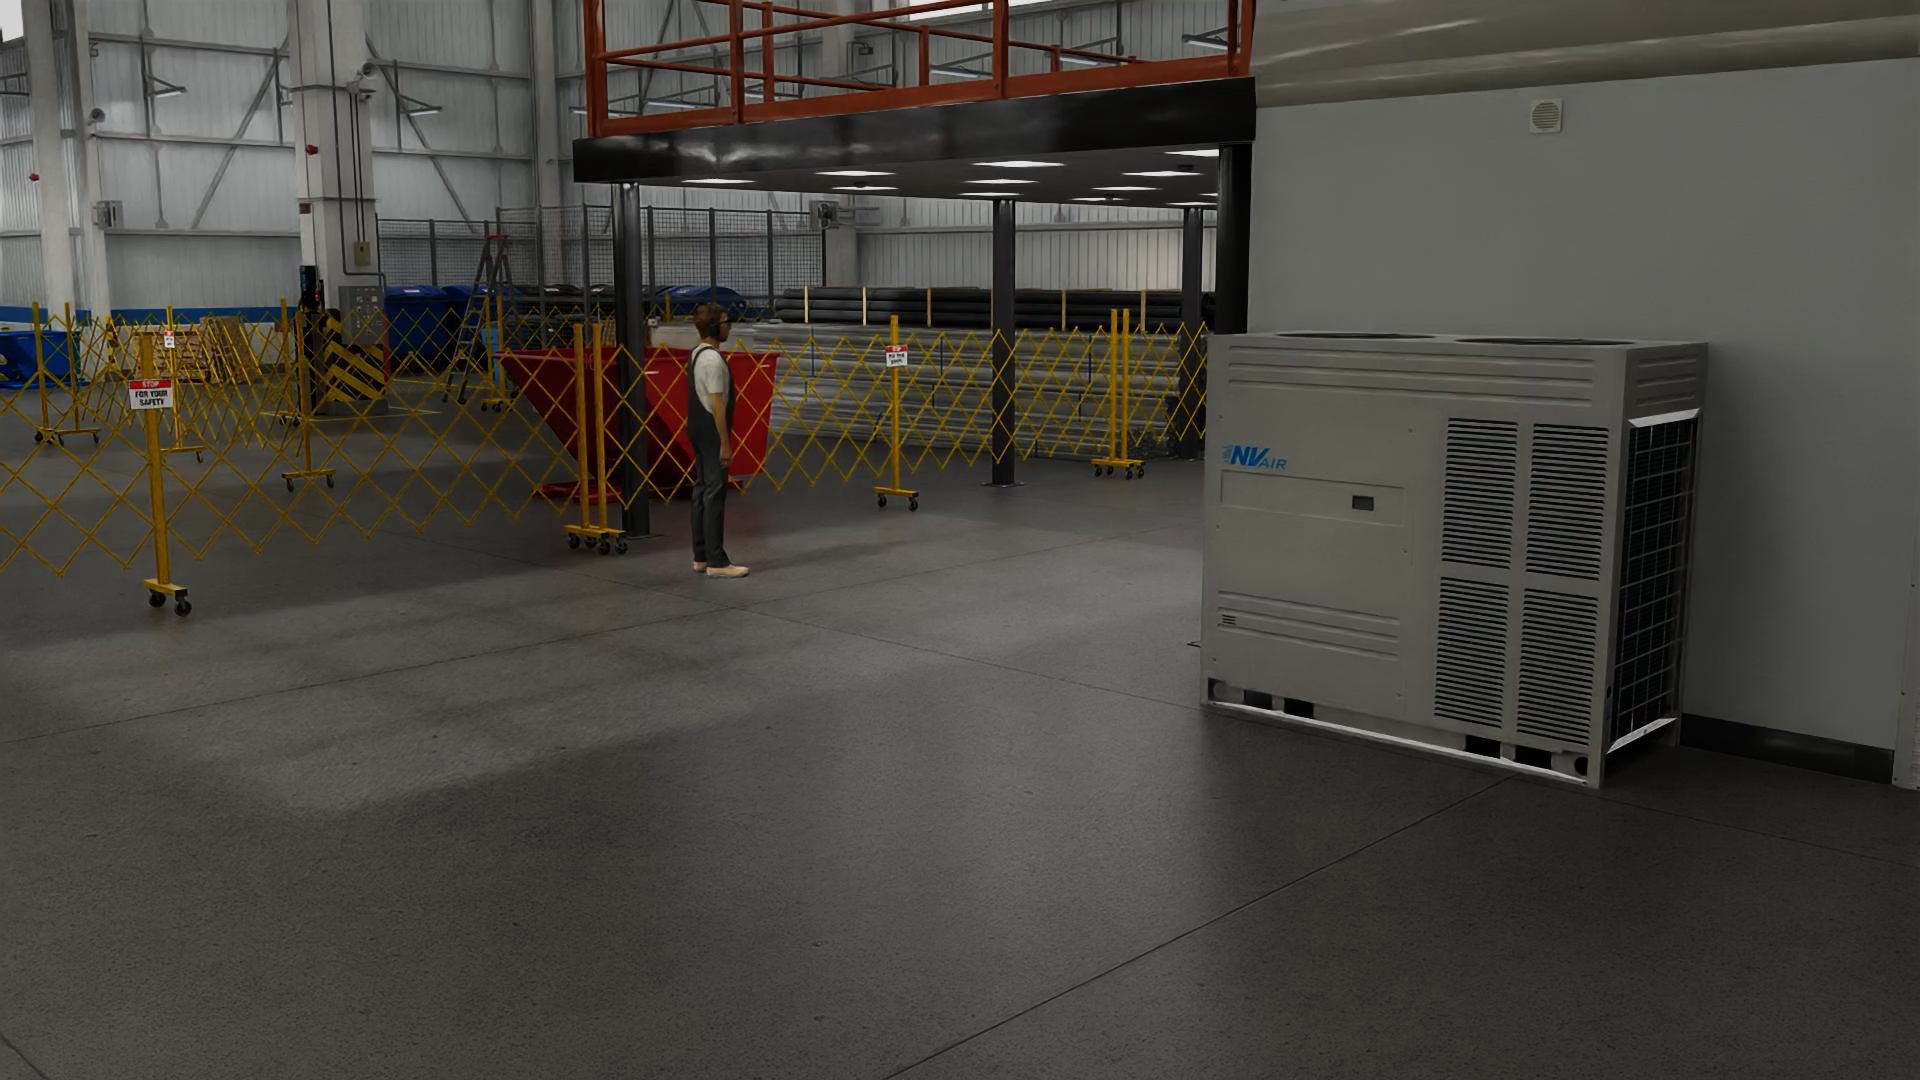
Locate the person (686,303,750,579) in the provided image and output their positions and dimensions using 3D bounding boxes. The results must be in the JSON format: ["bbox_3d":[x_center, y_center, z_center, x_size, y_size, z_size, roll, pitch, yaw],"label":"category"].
[{"bbox_3d":[-1.654,-0.664,11.177,0.344,1.847,0.504,-5,10,-26],"label":"person"}]
